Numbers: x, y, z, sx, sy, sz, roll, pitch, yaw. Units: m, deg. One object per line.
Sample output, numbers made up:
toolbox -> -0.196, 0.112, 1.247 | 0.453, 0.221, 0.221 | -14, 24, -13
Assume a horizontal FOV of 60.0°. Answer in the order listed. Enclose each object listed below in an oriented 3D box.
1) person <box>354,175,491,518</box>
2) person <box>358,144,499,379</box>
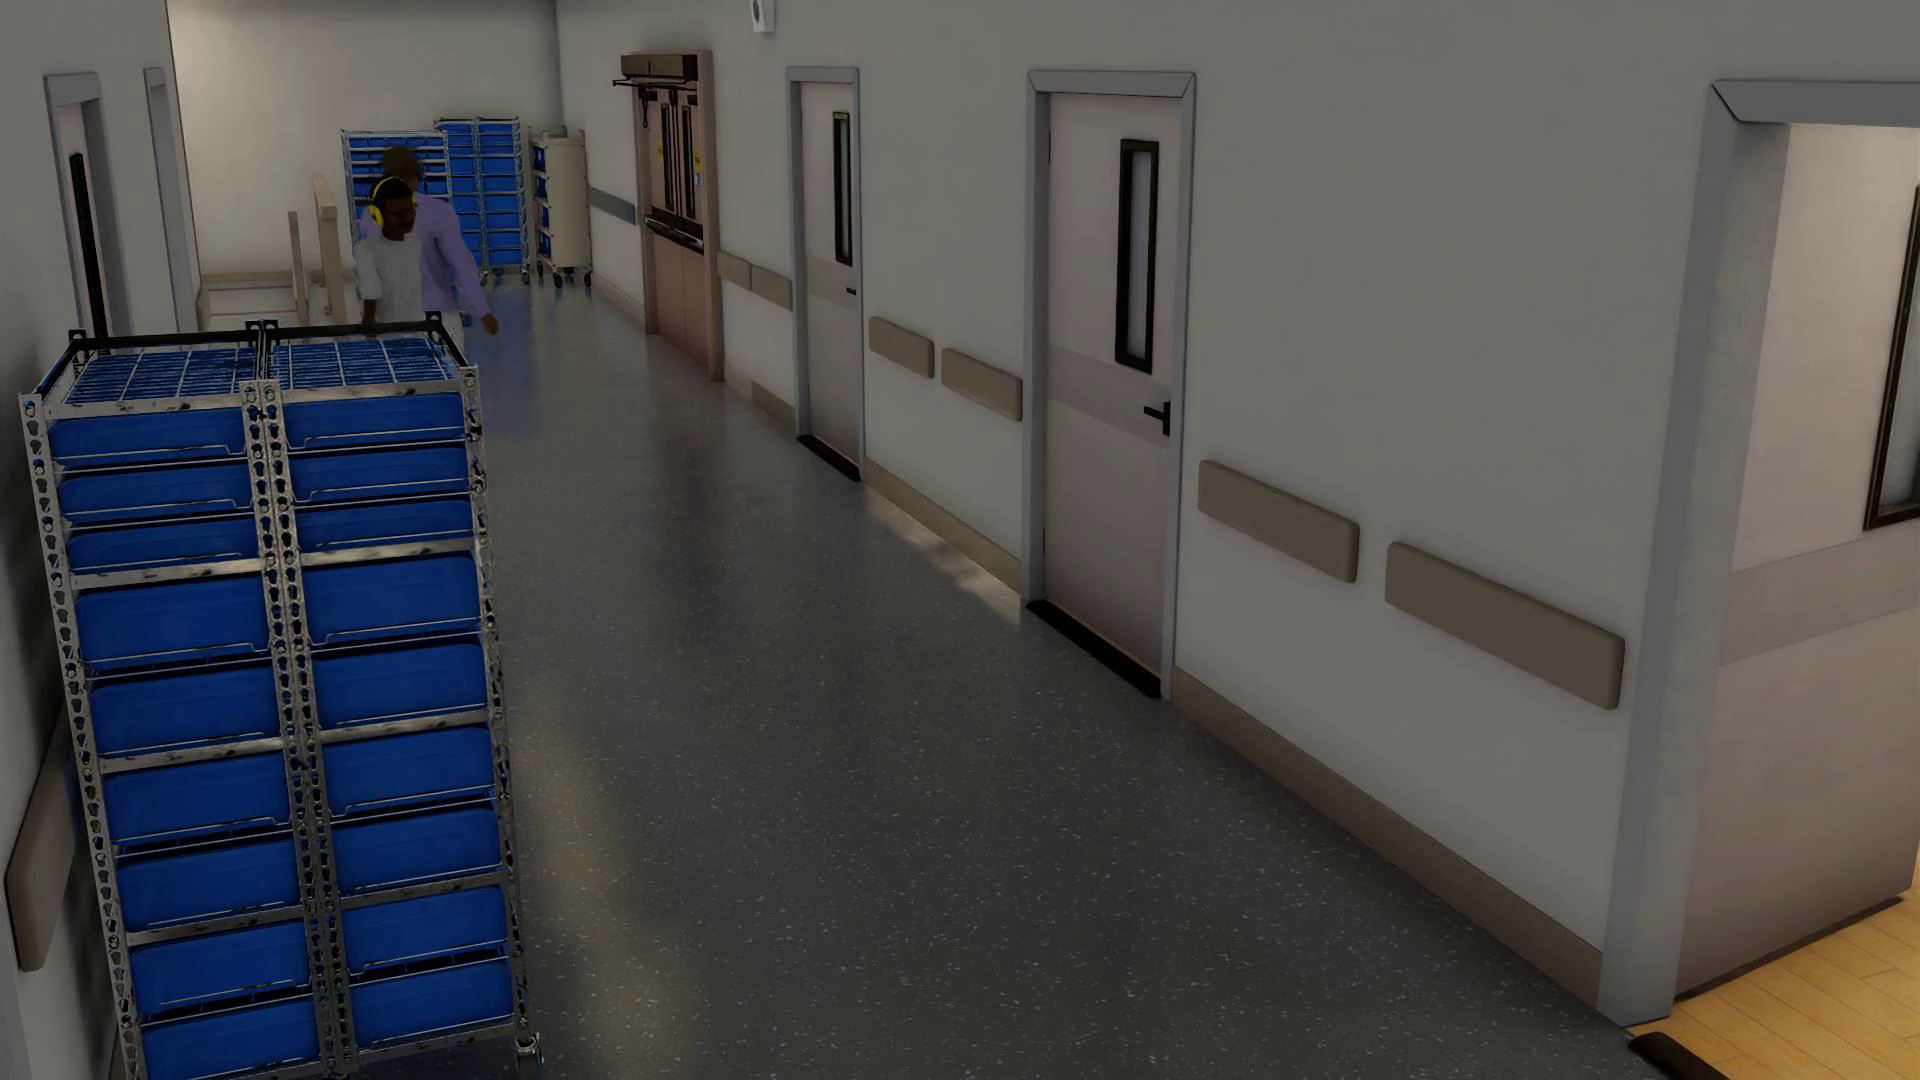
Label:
person -> -2.834, -0.953, 8.555 | 0.915, 1.805, 0.576 | 6, 17, 21
person -> -3.065, -1.293, 9.559 | 0.737, 1.913, 0.615 | 7, 17, 22
